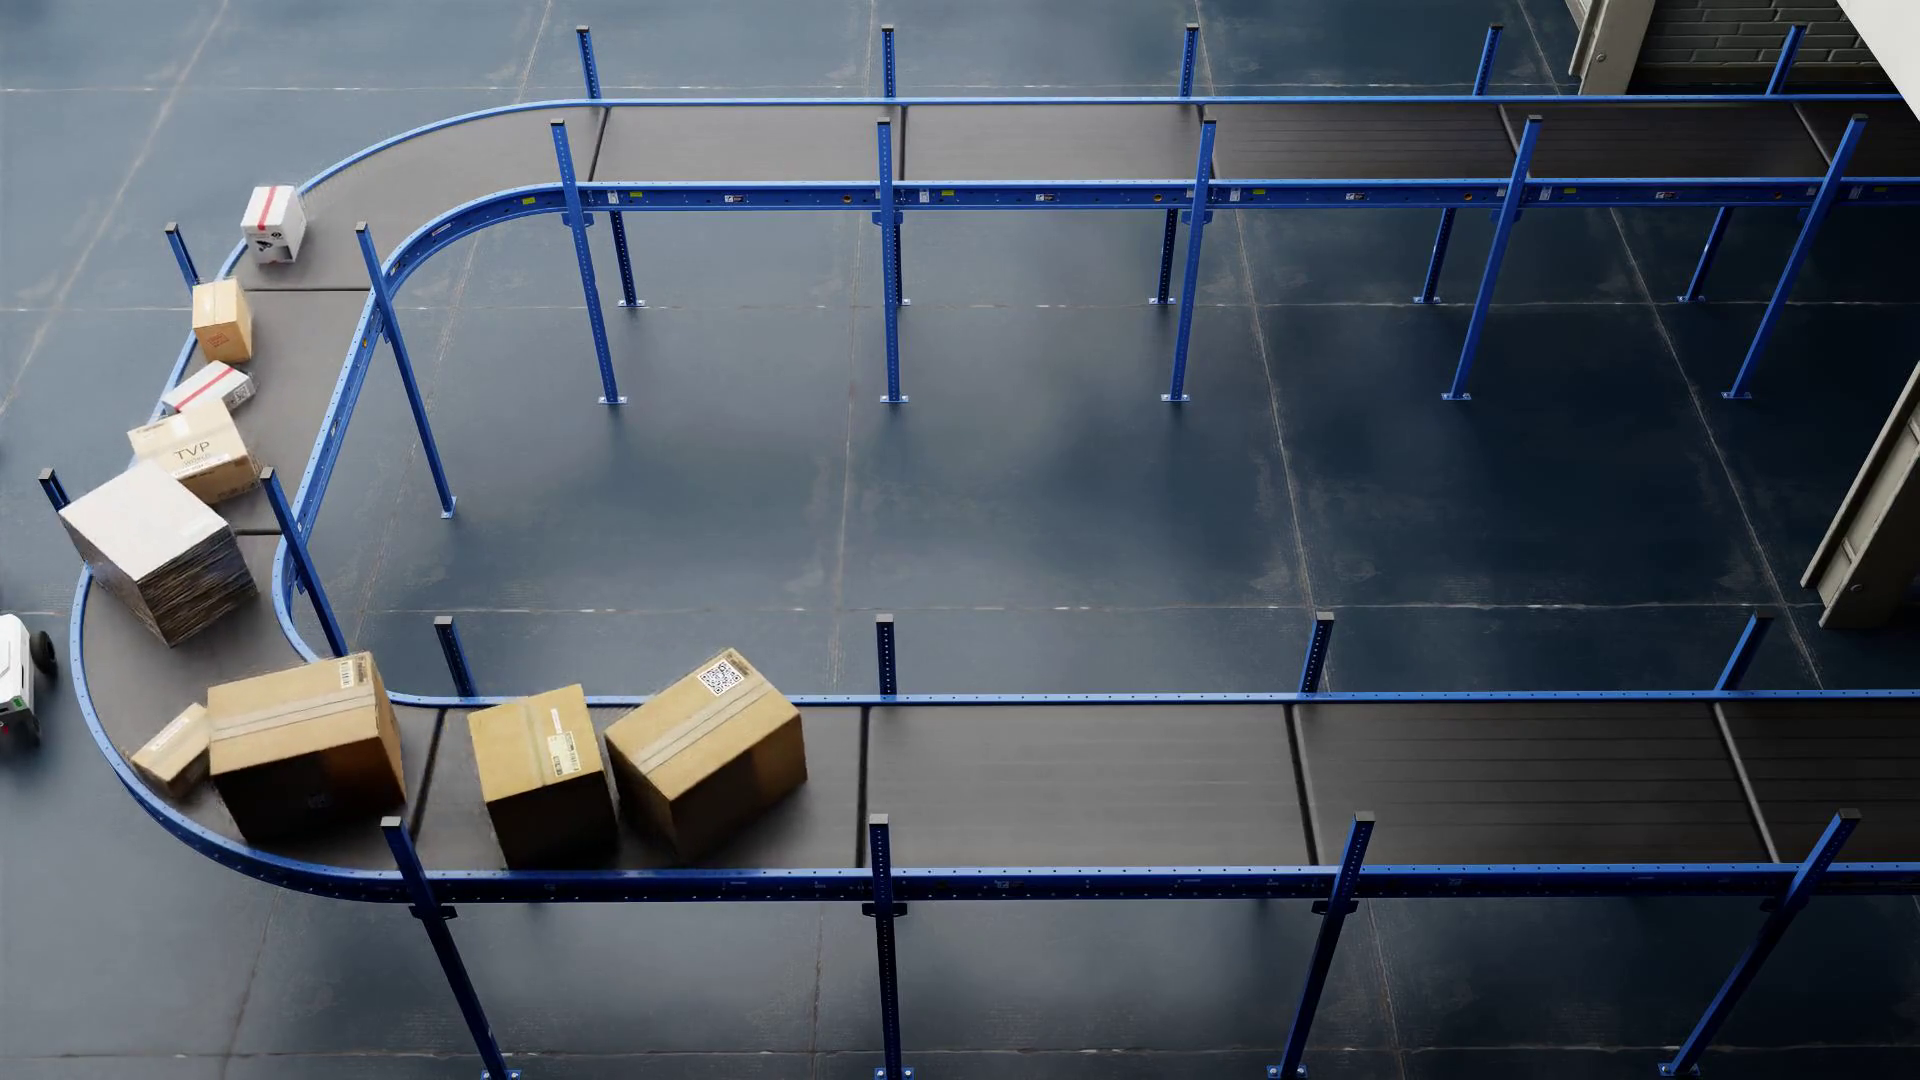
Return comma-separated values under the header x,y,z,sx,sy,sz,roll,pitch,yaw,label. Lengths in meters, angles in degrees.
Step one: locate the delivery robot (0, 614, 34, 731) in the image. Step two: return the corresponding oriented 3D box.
x,y,z,sx,sy,sz,roll,pitch,yaw,label
-5.688,0.779,10.123,0.477,0.478,0.707,-15,49,-14,delivery robot
